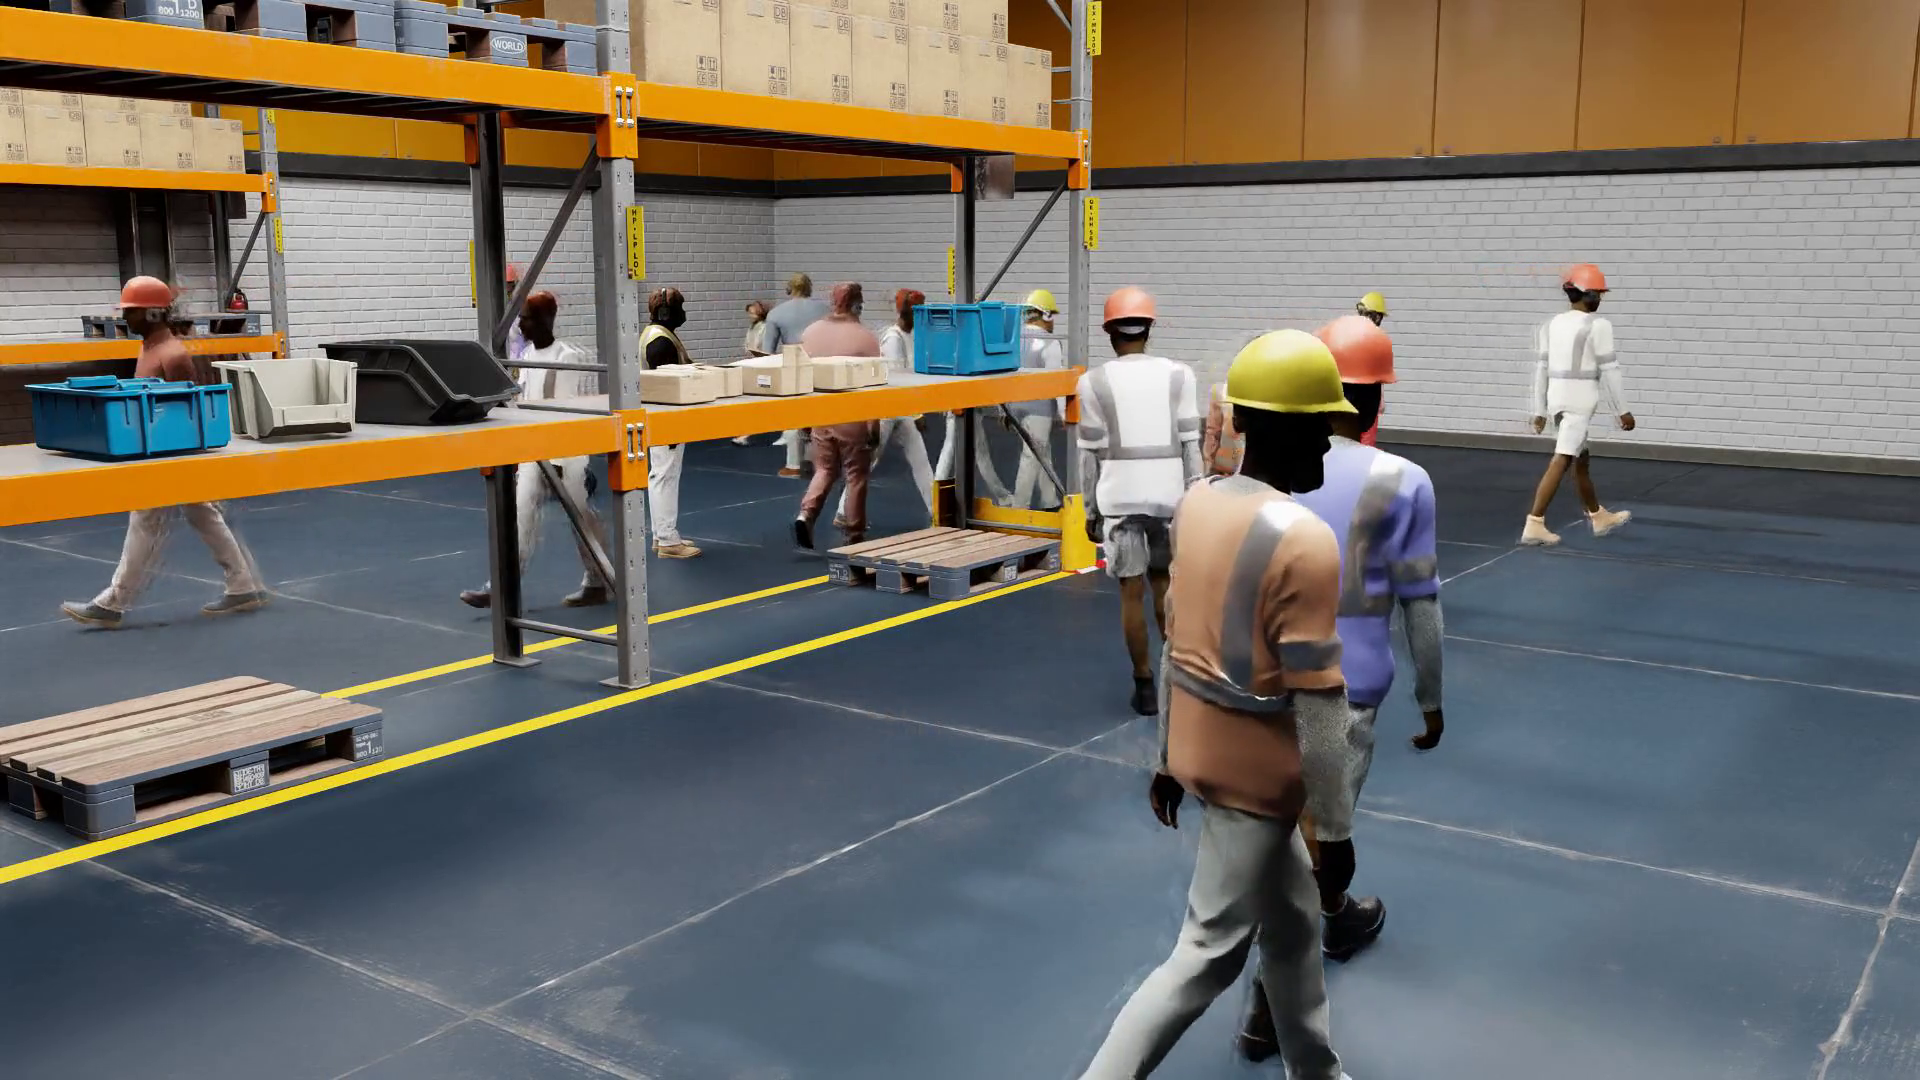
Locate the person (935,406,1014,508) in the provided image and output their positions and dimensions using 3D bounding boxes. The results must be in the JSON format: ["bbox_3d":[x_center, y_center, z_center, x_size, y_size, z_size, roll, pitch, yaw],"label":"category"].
[{"bbox_3d":[0.134,-1.015,13.397,0.811,1.595,0.511,-3,10,-15],"label":"person"}]

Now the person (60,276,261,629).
[{"bbox_3d":[-4.465,-0.488,9.260,1.044,1.936,0.605,-6,11,-31],"label":"person"}]

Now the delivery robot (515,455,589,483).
[{"bbox_3d":[-3.523,-0.654,14.074,0.707,0.478,0.477,-7,12,-36],"label":"delivery robot"}]

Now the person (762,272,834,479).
[{"bbox_3d":[-1.513,-1.535,15.564,0.706,1.914,0.569,-3,10,-16],"label":"person"}]

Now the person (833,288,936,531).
[{"bbox_3d":[-0.475,-0.942,12.330,1.076,1.824,0.556,3,10,18],"label":"person"}]

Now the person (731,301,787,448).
[{"bbox_3d":[-2.140,-1.787,18.008,0.815,1.587,0.522,-9,13,-43],"label":"person"}]

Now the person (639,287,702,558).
[{"bbox_3d":[-1.990,-0.800,11.398,0.429,1.844,0.623,-3,10,-15],"label":"person"}]

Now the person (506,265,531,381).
[{"bbox_3d":[-4.660,-1.861,17.311,0.628,1.992,1.077,5,11,30],"label":"person"}]

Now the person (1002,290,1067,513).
[{"bbox_3d":[0.674,-1.004,12.741,0.813,1.791,0.630,-6,11,-33],"label":"person"}]

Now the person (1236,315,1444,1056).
[{"bbox_3d":[0.990,0.351,4.443,0.566,1.880,1.008,8,12,38],"label":"person"}]

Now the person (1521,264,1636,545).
[{"bbox_3d":[4.458,-0.962,11.909,1.066,1.984,0.631,-3,10,-18],"label":"person"}]

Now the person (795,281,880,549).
[{"bbox_3d":[-0.844,-0.819,11.383,0.679,1.889,0.562,5,11,27],"label":"person"}]

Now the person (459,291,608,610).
[{"bbox_3d":[-2.422,-0.483,9.482,0.604,1.838,0.956,9,13,43],"label":"person"}]

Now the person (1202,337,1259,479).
[{"bbox_3d":[1.662,-0.361,9.462,0.521,1.605,0.778,5,11,26],"label":"person"}]

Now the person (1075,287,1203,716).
[{"bbox_3d":[0.799,-0.169,7.467,0.586,1.898,0.519,-1,10,-7],"label":"person"}]

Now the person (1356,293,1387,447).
[{"bbox_3d":[3.411,-1.215,14.154,0.437,1.745,0.549,-3,10,-18],"label":"person"}]

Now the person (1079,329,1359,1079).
[{"bbox_3d":[0.582,0.487,3.623,0.959,1.889,0.601,-3,10,-16],"label":"person"}]
